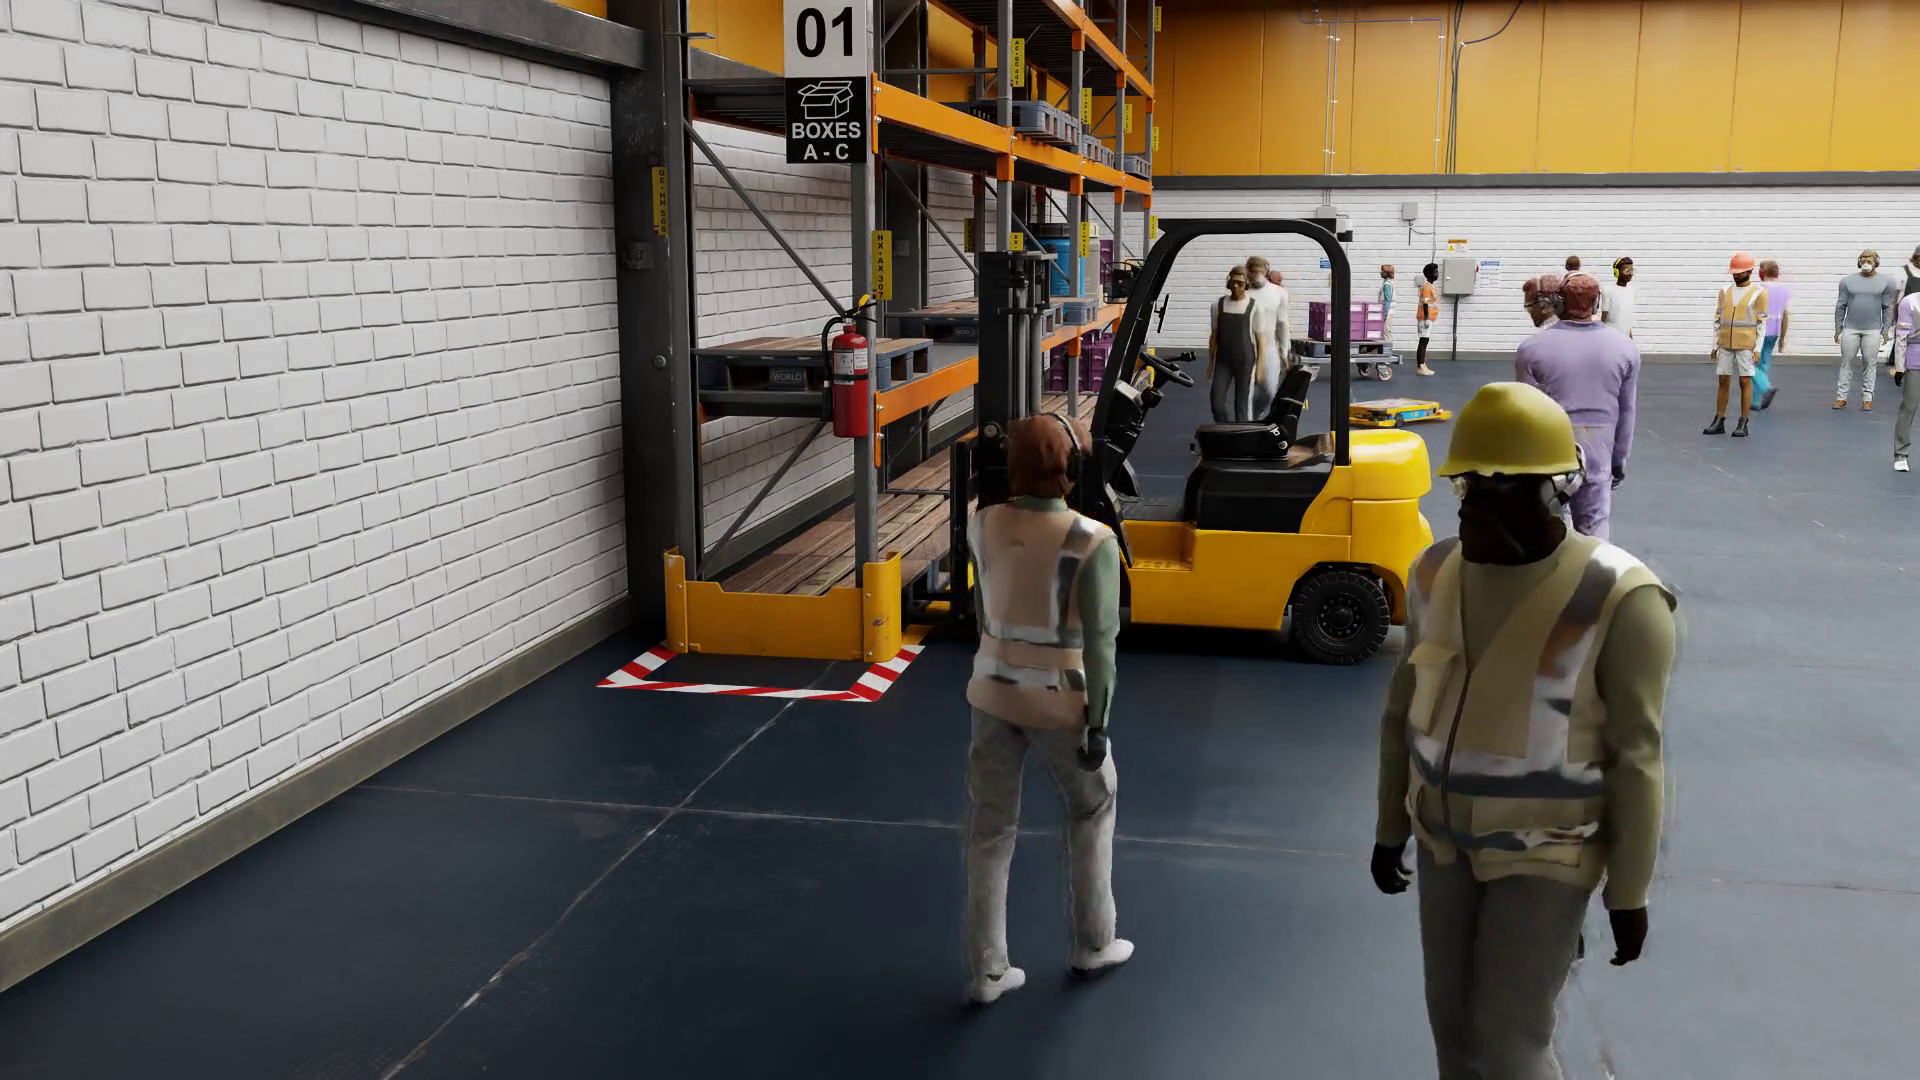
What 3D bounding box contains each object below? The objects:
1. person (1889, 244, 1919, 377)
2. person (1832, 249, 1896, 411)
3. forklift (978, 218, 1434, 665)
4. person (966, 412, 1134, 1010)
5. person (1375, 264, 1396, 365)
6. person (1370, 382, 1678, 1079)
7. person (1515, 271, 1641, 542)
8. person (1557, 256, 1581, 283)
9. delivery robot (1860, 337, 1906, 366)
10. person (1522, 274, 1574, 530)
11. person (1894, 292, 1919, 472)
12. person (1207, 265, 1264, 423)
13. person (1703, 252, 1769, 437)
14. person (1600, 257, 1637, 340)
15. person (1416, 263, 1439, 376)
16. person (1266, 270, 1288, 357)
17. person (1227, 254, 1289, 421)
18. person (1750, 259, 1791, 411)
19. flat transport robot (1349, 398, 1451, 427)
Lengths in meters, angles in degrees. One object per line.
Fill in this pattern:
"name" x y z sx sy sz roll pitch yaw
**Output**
"person" 13.892 -3.322 24.156 0.693 2.000 0.581 2 10 9
"person" 10.911 -2.533 20.111 0.630 1.940 0.372 7 12 33
"forklift" 1.285 -0.567 8.635 2.313 2.155 1.214 2 11 11
"person" 0.253 0.457 4.603 0.526 1.614 0.678 7 12 34
"person" 6.983 -3.690 27.273 0.306 1.640 0.523 3 11 15
"person" 1.072 0.592 3.311 0.431 1.813 0.614 -7 12 -32
"person" 3.183 -0.440 8.716 0.642 1.913 0.409 0 10 0
"person" 9.411 -3.491 25.765 0.639 1.791 0.964 0 10 -2
"delivery robot" 14.220 -2.875 25.523 0.707 0.478 0.477 6 12 31
"person" 3.498 -0.608 9.735 0.729 1.871 0.503 -8 13 -38
"person" 8.641 -1.562 14.822 0.588 1.927 0.369 1 10 6
"person" 2.522 -1.595 15.264 0.535 1.830 0.440 4 11 22
"person" 8.155 -2.045 17.466 0.373 1.928 0.543 -9 13 -39
"person" 7.334 -2.211 18.537 0.519 1.873 0.335 -5 12 -26
"person" 7.064 -3.327 25.125 0.321 1.697 0.530 4 11 22
"person" 4.420 -3.014 23.619 0.518 1.625 0.361 -6 12 -28
"person" 2.878 -1.825 16.271 0.671 1.921 0.666 -1 10 -4
"person" 9.605 -2.429 19.845 0.590 1.825 0.610 -2 10 -9
"flat transport robot" 4.852 -1.442 18.703 1.431 0.197 0.652 -9 14 -41
